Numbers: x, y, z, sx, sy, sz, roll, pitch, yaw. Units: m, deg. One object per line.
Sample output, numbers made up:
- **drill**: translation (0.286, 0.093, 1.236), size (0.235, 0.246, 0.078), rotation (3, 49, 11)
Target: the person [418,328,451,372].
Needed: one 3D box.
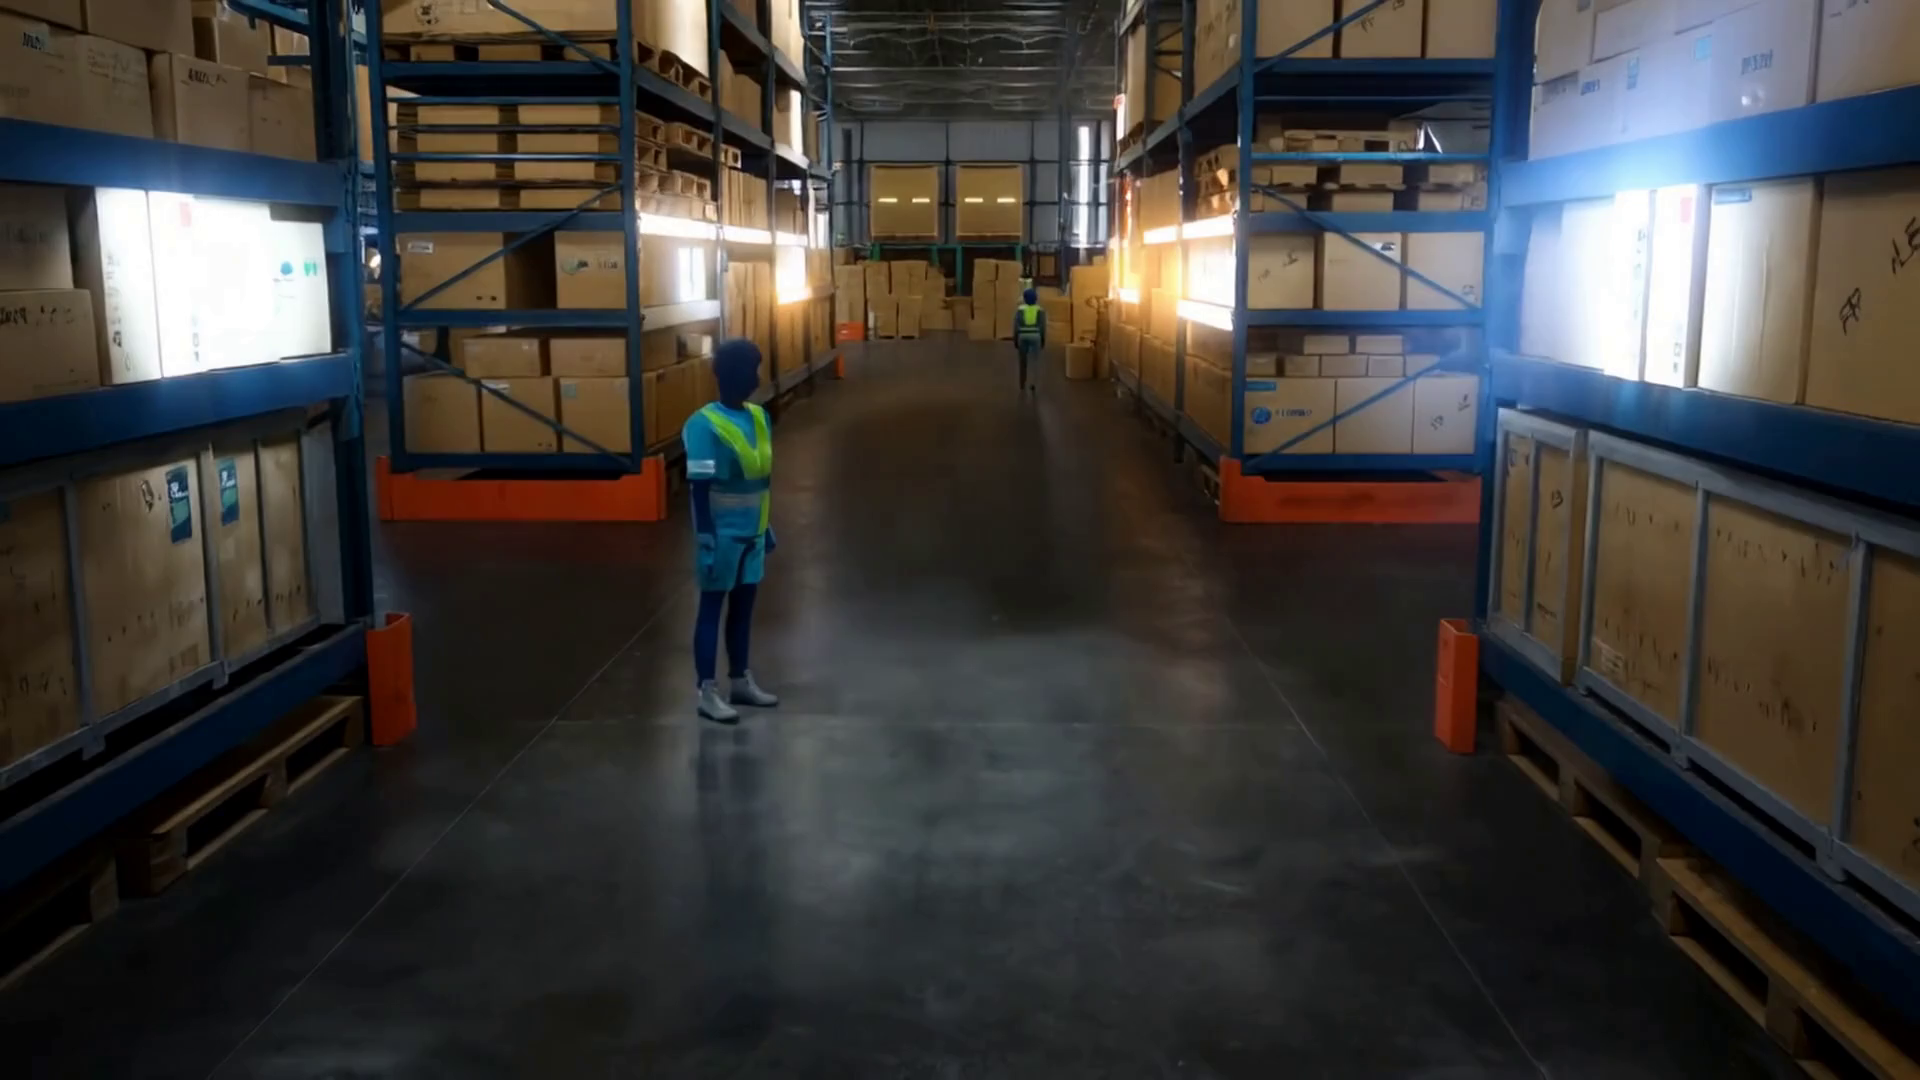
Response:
- **person**: translation (-6.169, -2.201, 19.613), size (0.392, 1.922, 0.590), rotation (-7, 12, -37)

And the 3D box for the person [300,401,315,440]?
- **person**: translation (-5.266, -0.901, 12.770), size (0.526, 1.589, 0.817), rotation (-6, 11, -30)

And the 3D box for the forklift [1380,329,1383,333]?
- **forklift**: translation (6.506, -3.353, 23.648), size (1.129, 2.768, 1.873), rotation (0, 9, 1)

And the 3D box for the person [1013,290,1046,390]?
- **person**: translation (1.113, -3.210, 26.649), size (0.522, 1.587, 0.890), rotation (0, 9, 1)

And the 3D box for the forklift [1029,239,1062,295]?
- **forklift**: translation (3.077, -9.167, 58.473), size (1.129, 2.768, 1.873), rotation (2, 10, 14)

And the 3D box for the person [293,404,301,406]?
- **person**: translation (-4.851, -0.779, 11.270), size (0.960, 1.867, 0.663), rotation (2, 10, 10)

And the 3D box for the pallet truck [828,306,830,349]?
- **pallet truck**: translation (-3.100, -3.940, 29.800), size (1.885, 1.965, 0.823), rotation (3, 10, 19)

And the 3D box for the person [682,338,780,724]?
- **person**: translation (-1.009, -0.048, 7.402), size (0.321, 1.692, 0.529), rotation (5, 11, 30)
